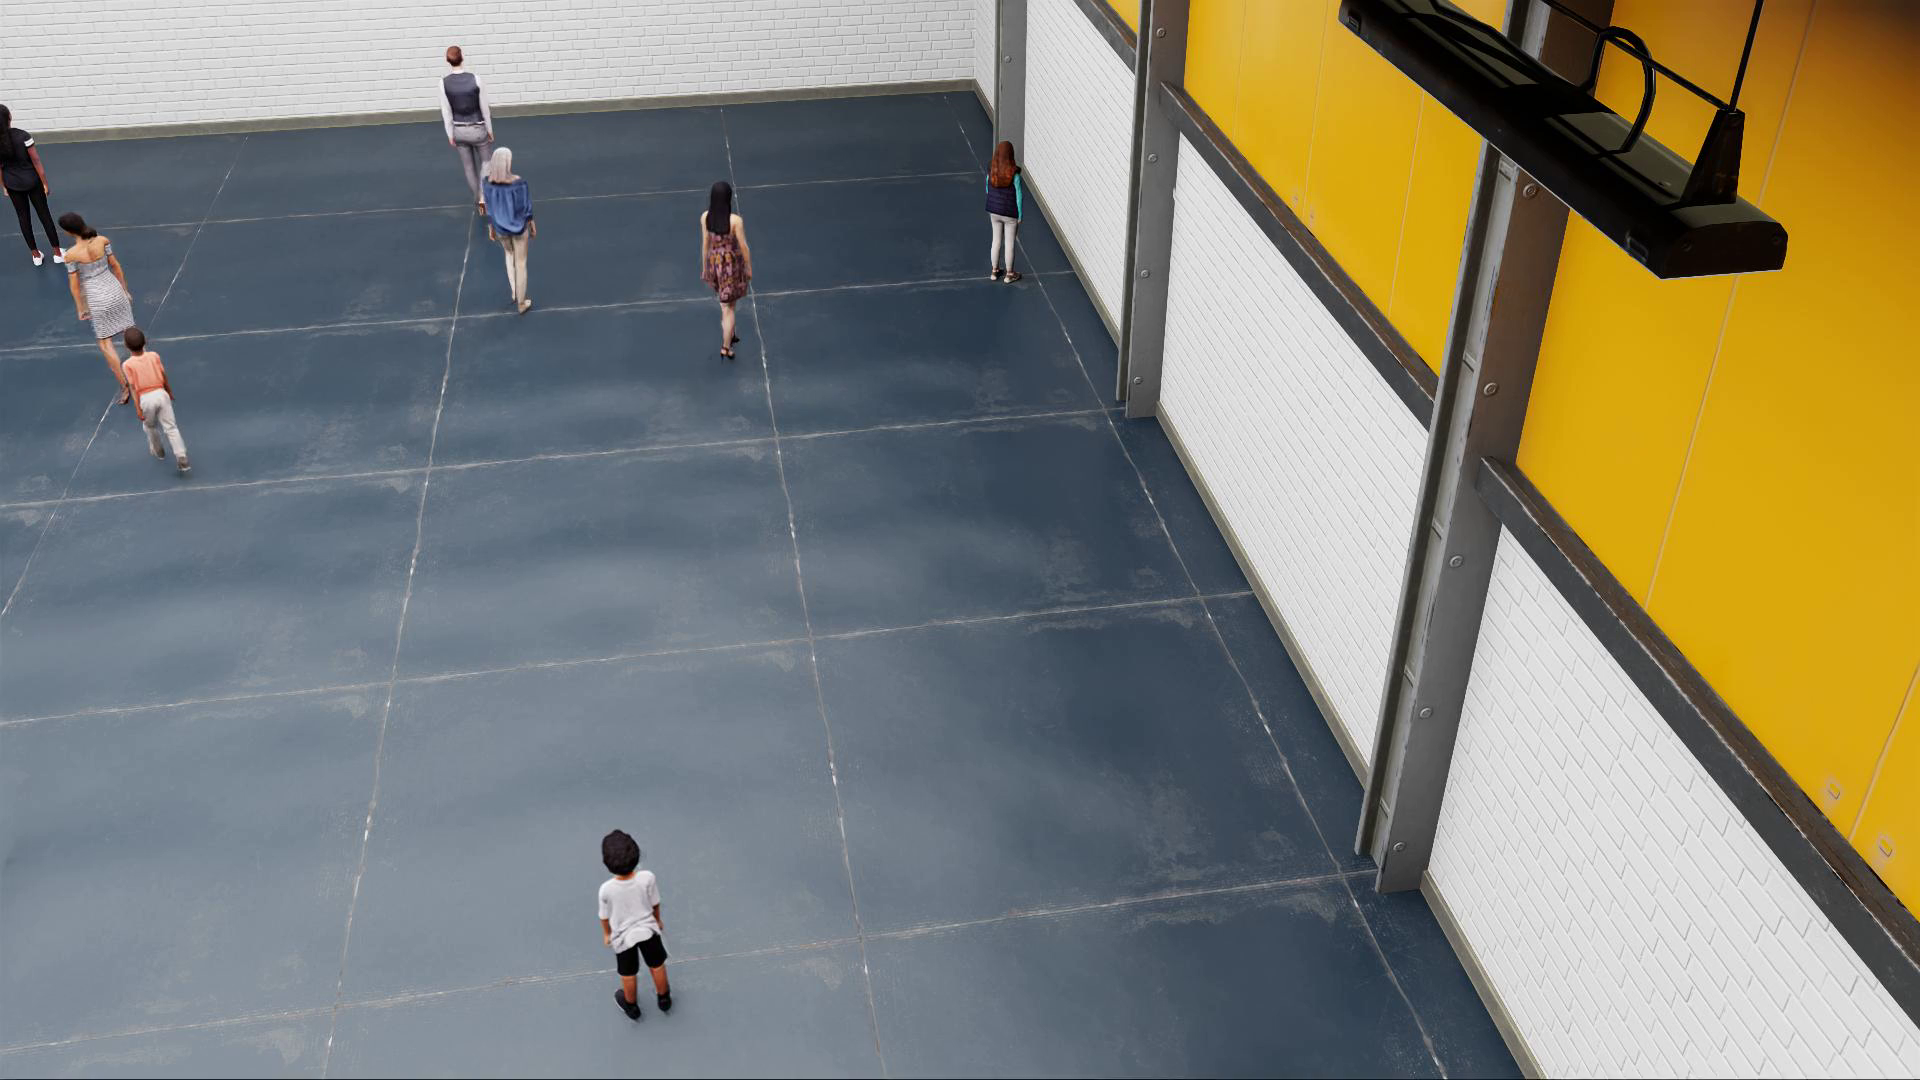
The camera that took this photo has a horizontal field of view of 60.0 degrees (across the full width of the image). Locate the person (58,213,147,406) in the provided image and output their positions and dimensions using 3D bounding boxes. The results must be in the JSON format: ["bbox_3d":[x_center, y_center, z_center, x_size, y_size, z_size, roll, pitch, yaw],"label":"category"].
[{"bbox_3d":[-7.663,-2.100,14.956,0.740,1.809,0.797,-29,43,-36],"label":"person"}]

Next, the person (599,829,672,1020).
[{"bbox_3d":[-1.785,2.117,9.114,0.525,1.252,0.525,-13,36,-18],"label":"person"}]

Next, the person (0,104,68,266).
[{"bbox_3d":[-9.855,-3.747,17.507,0.595,1.728,0.537,-6,34,-8],"label":"person"}]

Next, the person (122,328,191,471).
[{"bbox_3d":[-6.767,-1.157,14.002,0.796,1.295,0.960,-26,42,-33],"label":"person"}]

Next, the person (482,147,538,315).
[{"bbox_3d":[-4.466,-3.030,16.472,0.702,1.679,0.741,3,34,4],"label":"person"}]

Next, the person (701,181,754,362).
[{"bbox_3d":[-2.223,-2.464,15.550,0.796,1.756,0.858,9,35,14],"label":"person"}]

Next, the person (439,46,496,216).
[{"bbox_3d":[-5.441,-4.497,18.456,0.661,1.926,0.816,-5,34,-7],"label":"person"}]

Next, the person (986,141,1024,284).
[{"bbox_3d":[0.457,-3.398,17.187,0.688,1.501,0.744,19,38,26],"label":"person"}]
